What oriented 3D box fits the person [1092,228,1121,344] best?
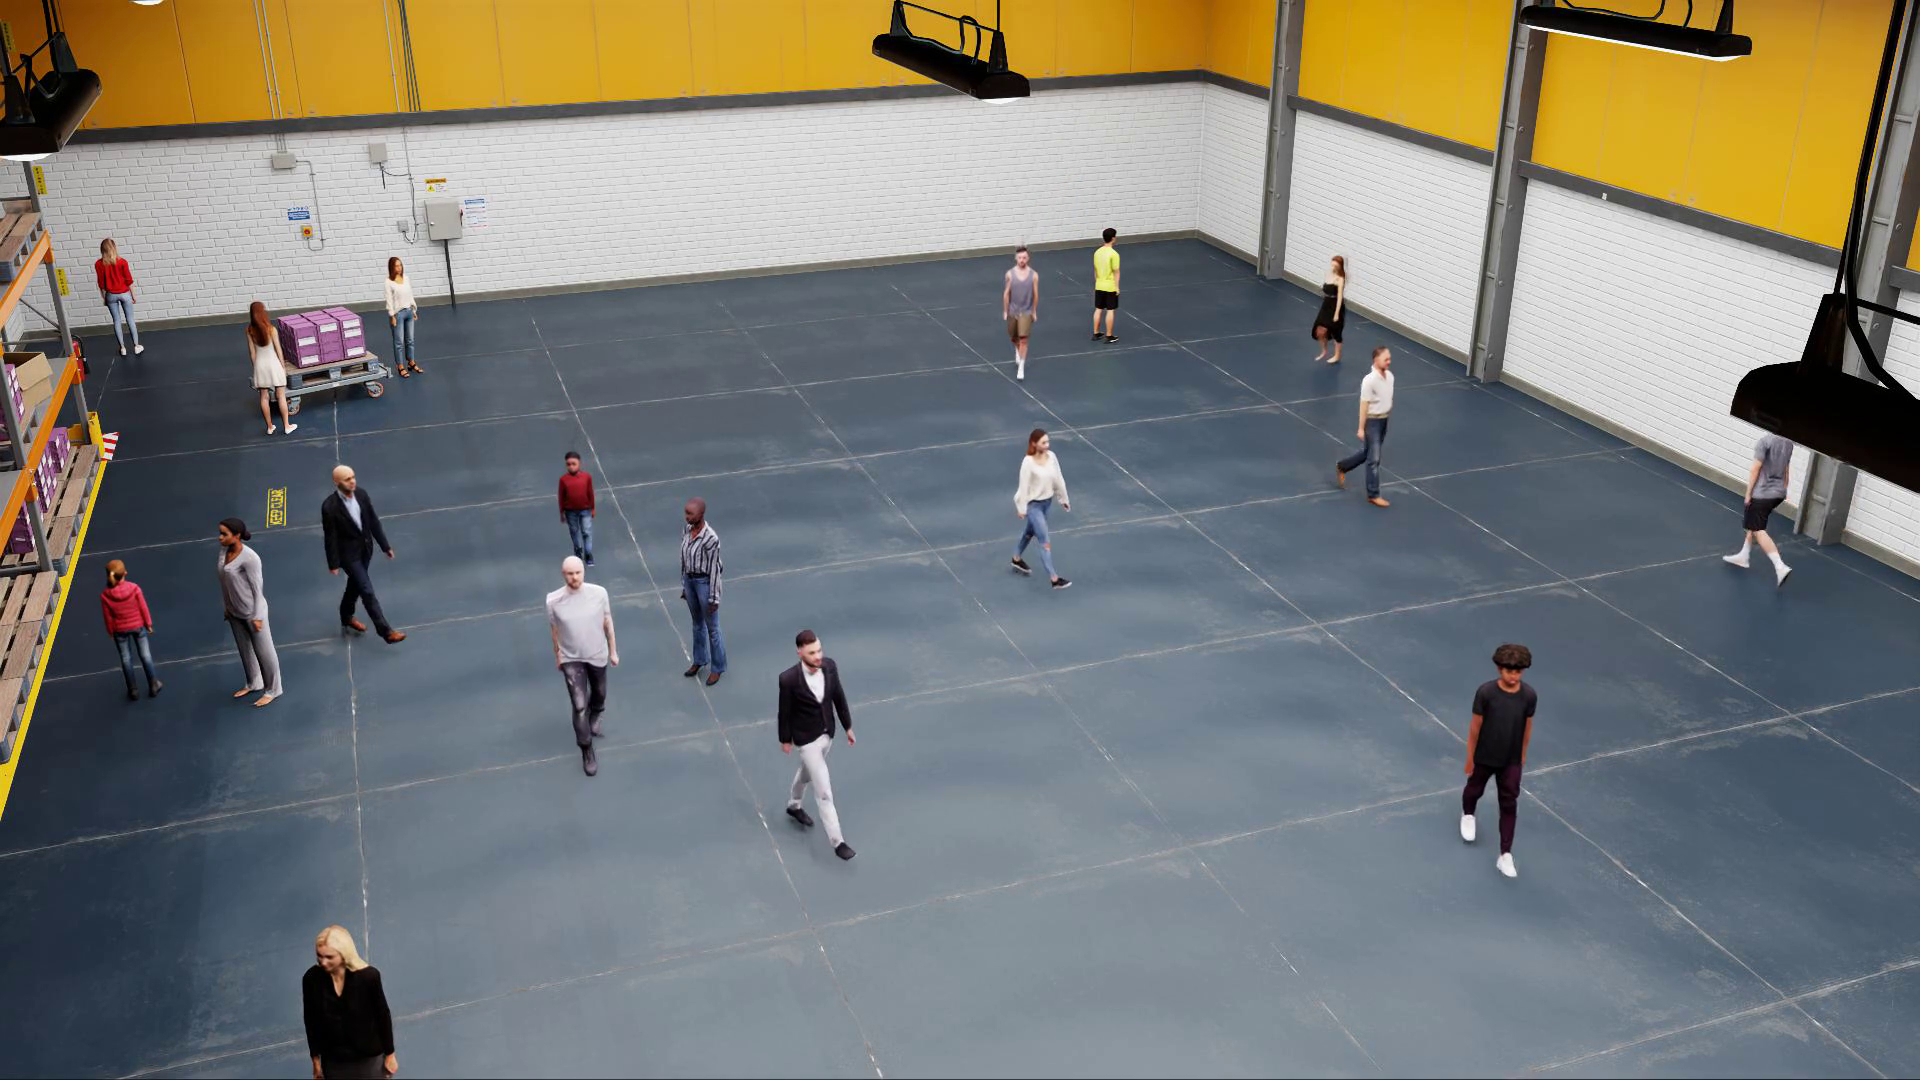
[{"bbox_3d":[2.188,-3.798,24.790,0.741,1.706,0.606,-21,31,-40],"label":"person"}]

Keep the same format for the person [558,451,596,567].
[{"bbox_3d":[-4.028,-0.360,17.511,0.593,1.237,0.810,-4,24,-10],"label":"person"}]

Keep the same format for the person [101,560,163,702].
[{"bbox_3d":[-7.385,0.792,14.778,0.531,1.316,0.500,-11,26,-23],"label":"person"}]

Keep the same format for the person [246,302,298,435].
[{"bbox_3d":[-8.778,-2.185,21.098,0.619,1.708,0.620,-1,24,-2],"label":"person"}]

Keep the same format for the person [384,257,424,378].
[{"bbox_3d":[-7.845,-3.151,23.342,0.734,1.682,0.693,13,27,28],"label":"person"}]

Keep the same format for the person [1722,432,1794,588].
[{"bbox_3d":[8.295,-0.429,16.930,0.773,1.829,1.145,-10,25,-21],"label":"person"}]

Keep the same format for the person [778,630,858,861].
[{"bbox_3d":[-1.157,1.476,12.624,0.976,1.788,1.297,-20,30,-37],"label":"person"}]

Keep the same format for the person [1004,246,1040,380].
[{"bbox_3d":[0.857,-3.221,23.286,0.966,1.826,1.206,3,24,7],"label":"person"}]

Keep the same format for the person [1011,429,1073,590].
[{"bbox_3d":[0.736,-0.342,16.969,0.948,1.640,1.222,-22,32,-40],"label":"person"}]

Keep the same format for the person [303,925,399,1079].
[{"bbox_3d":[-3.371,2.908,9.282,0.671,1.841,0.631,-2,24,-4],"label":"person"}]

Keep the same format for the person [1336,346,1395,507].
[{"bbox_3d":[4.657,-1.345,19.020,0.889,1.834,1.185,-17,29,-34],"label":"person"}]

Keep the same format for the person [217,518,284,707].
[{"bbox_3d":[-6.298,0.602,14.689,0.694,1.736,0.774,13,27,27],"label":"person"}]

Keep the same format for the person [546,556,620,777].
[{"bbox_3d":[-3.117,0.943,13.820,0.693,1.808,1.171,-8,25,-18],"label":"person"}]

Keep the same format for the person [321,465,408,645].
[{"bbox_3d":[-5.780,0.128,15.757,1.254,1.749,1.165,12,26,25],"label":"person"}]

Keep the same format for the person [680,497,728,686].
[{"bbox_3d":[-2.323,0.438,14.988,0.634,1.796,0.760,20,30,37],"label":"person"}]

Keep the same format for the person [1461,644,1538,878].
[{"bbox_3d":[4.011,1.558,12.499,0.956,1.738,1.174,3,24,6],"label":"person"}]

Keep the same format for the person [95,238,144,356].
[{"bbox_3d":[-12.263,-3.545,24.217,0.619,1.703,0.496,-9,25,-19],"label":"person"}]

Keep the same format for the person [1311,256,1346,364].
[{"bbox_3d":[5.366,-3.292,23.773,0.729,1.594,0.696,-11,26,-23],"label":"person"}]
